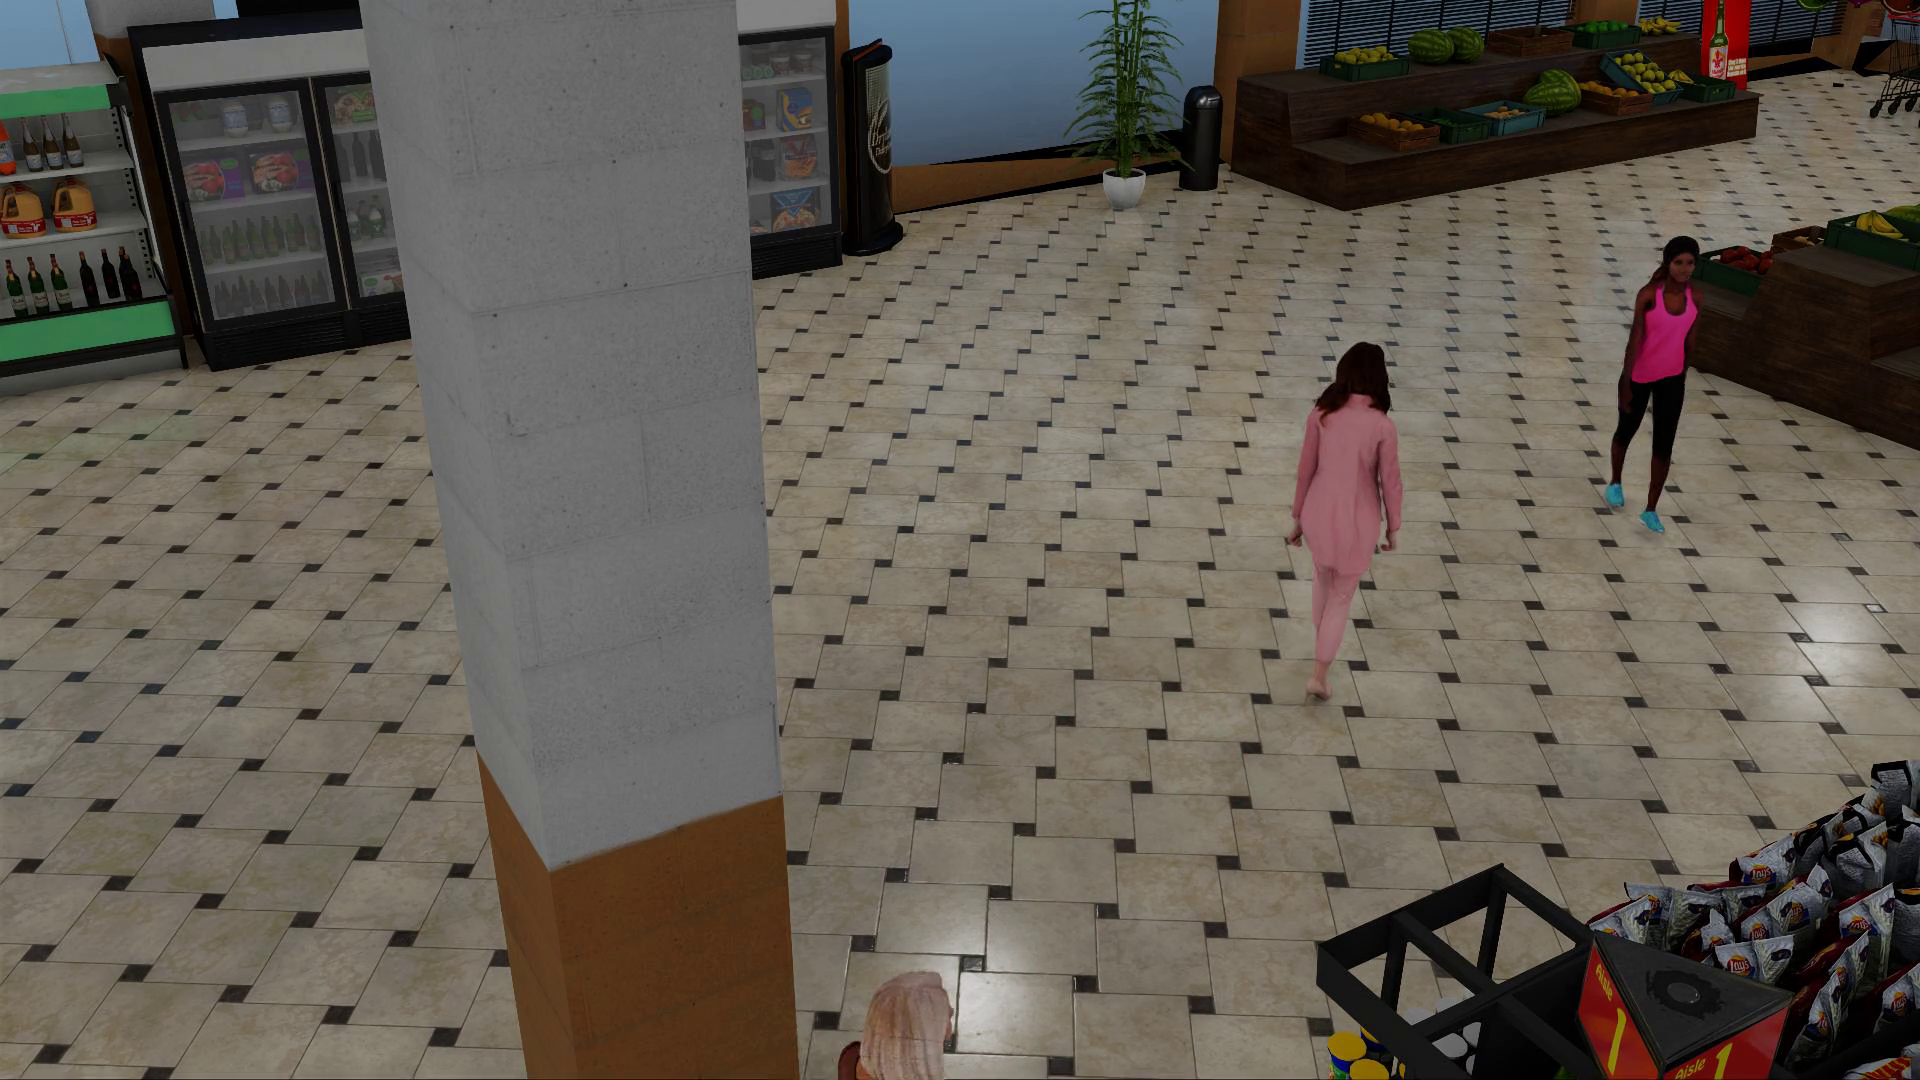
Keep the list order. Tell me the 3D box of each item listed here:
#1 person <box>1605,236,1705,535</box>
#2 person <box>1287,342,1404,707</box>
[{"bbox_3d":[3.997,-0.954,9.677,0.938,1.694,0.952,4,27,9],"label":"person"},{"bbox_3d":[1.737,-0.016,7.732,0.849,1.780,0.942,14,30,26],"label":"person"}]
